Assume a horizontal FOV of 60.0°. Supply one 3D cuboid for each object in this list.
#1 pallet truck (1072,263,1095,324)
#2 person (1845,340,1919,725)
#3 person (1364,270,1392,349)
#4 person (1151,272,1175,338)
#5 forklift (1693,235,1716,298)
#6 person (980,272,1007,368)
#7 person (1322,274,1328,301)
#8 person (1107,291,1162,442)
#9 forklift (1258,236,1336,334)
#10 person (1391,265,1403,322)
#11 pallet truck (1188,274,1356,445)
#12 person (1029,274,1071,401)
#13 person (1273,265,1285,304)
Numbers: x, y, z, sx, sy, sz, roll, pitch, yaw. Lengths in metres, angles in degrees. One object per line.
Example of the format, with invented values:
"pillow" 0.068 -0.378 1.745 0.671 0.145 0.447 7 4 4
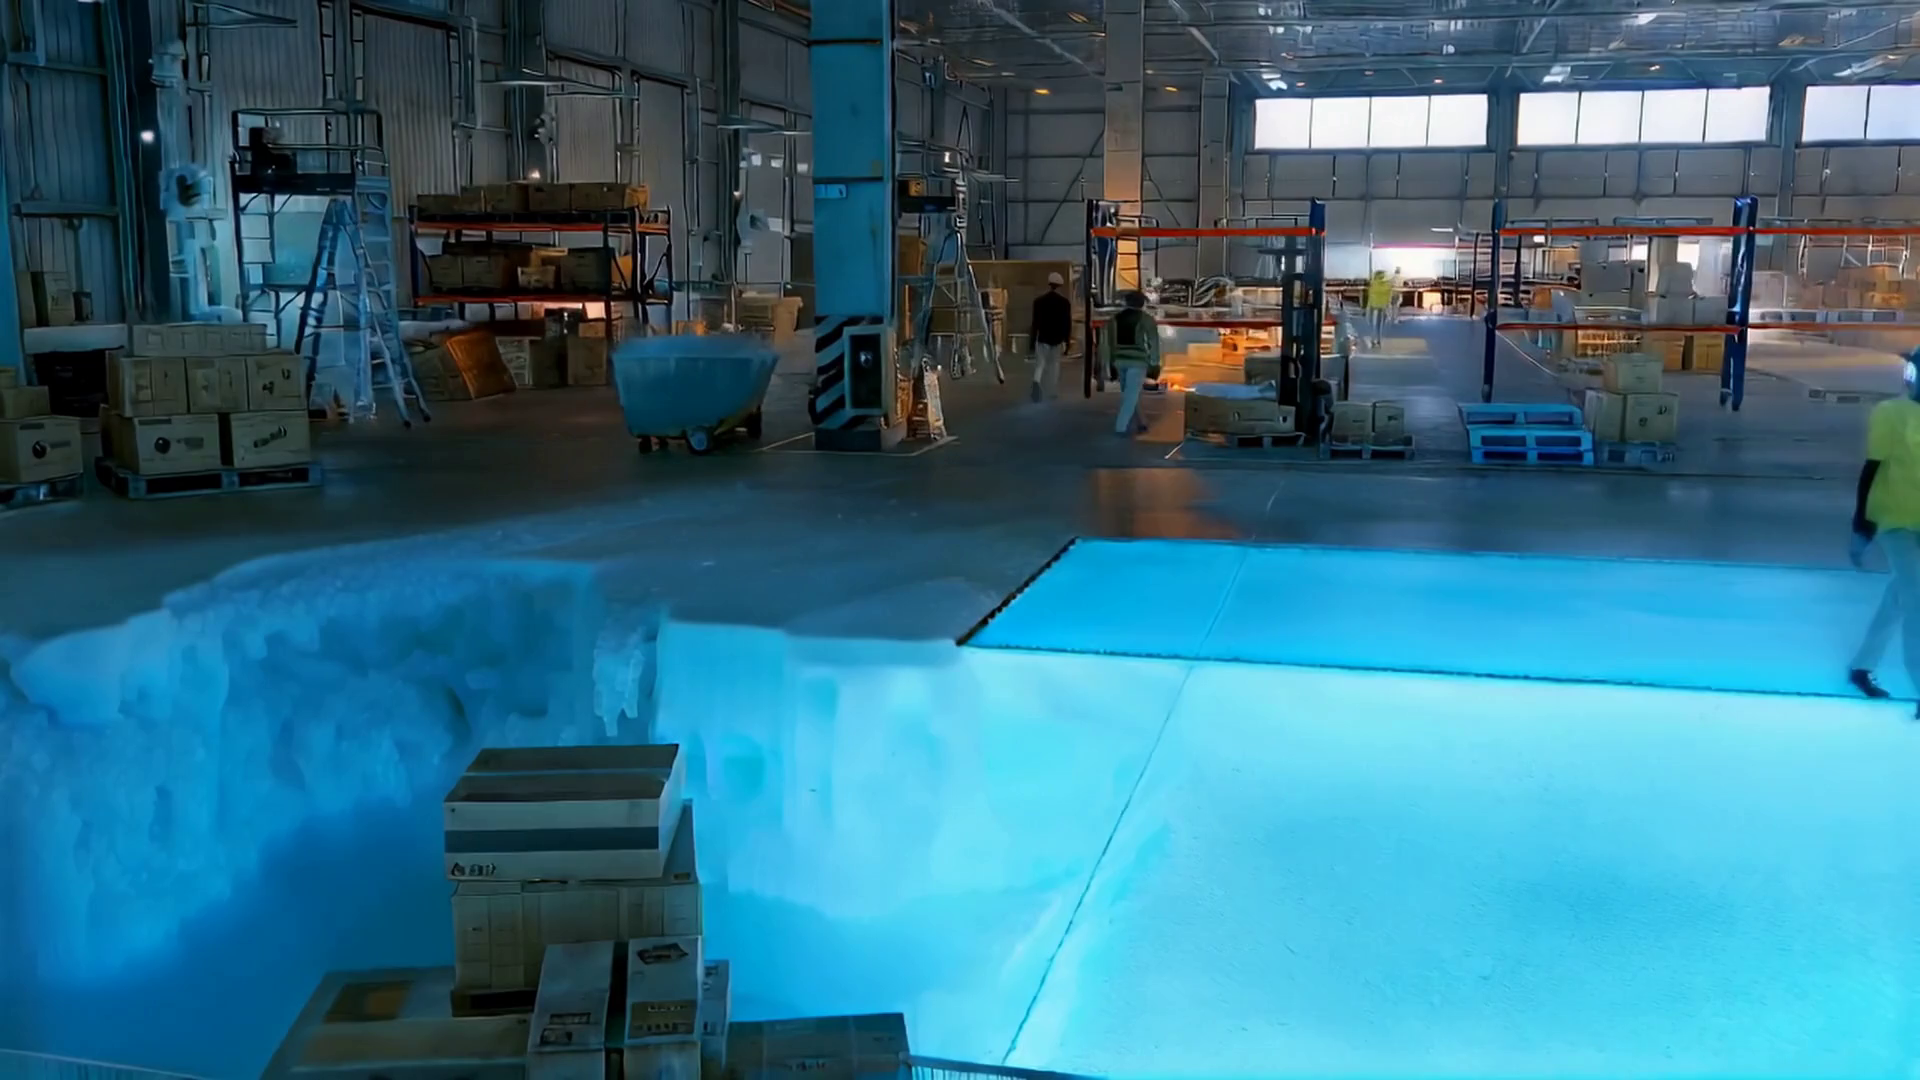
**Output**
"pallet truck" 4.325 -8.180 55.162 0.823 1.965 1.885 6 11 31
"person" 4.561 -0.063 7.903 0.542 1.819 0.973 -1 10 -4
"person" 9.999 -5.527 39.857 0.644 1.900 0.999 2 10 11
"person" 5.428 -6.261 44.448 1.017 1.784 0.537 -6 11 -31
"forklift" 21.841 -7.544 48.823 1.873 2.768 1.129 2 10 14
"person" 0.668 -4.326 32.805 0.572 1.884 0.356 -5 11 -26
"person" 9.524 -6.136 43.876 0.322 1.742 0.493 6 11 32
"person" 2.066 -2.078 19.877 0.637 1.792 0.982 7 12 36
"forklift" 9.319 -7.005 45.651 1.129 2.768 1.873 -8 12 -38
"person" 14.861 -8.362 56.454 0.374 1.932 0.544 6 11 30
"pallet truck" 3.653 -2.138 19.590 1.885 1.965 0.823 -4 10 -20
"person" 1.336 -3.015 24.965 0.648 1.946 0.777 4 10 20
"person" 9.674 -7.224 49.705 0.627 1.940 0.372 2 10 9
